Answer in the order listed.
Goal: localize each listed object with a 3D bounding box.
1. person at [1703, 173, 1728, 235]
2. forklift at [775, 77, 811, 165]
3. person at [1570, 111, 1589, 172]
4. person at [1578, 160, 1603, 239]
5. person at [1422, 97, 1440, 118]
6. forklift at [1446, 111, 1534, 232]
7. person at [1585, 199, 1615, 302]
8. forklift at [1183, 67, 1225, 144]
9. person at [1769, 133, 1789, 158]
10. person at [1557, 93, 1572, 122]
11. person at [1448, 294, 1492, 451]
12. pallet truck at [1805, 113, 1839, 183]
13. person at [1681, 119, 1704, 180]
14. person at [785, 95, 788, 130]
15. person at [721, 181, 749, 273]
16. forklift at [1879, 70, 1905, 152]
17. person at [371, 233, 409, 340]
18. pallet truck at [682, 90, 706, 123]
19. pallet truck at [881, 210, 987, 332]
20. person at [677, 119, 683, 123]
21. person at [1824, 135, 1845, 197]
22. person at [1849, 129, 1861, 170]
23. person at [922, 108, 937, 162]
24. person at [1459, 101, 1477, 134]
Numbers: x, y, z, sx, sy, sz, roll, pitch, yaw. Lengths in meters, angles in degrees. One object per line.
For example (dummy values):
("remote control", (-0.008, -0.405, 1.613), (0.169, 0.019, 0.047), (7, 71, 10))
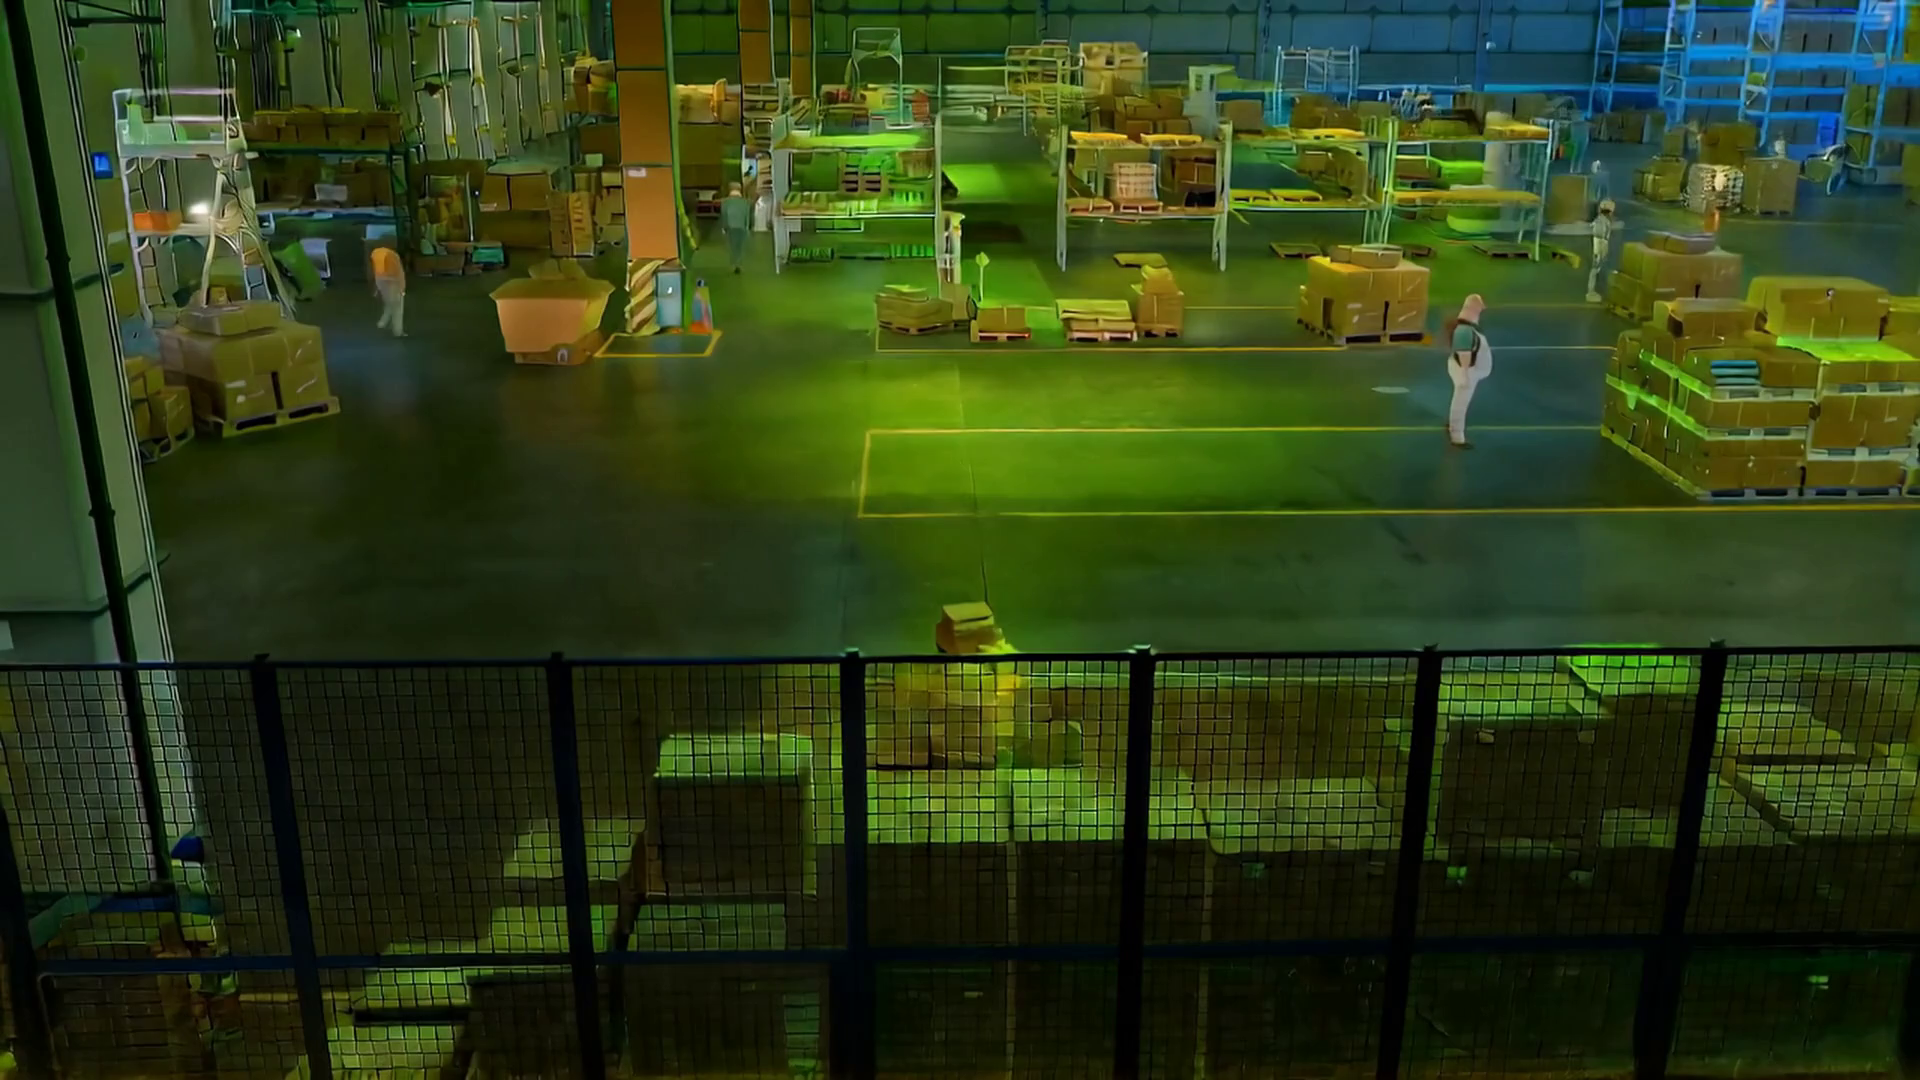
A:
("person", (16.215, -6.913, 35.811), (0.371, 1.958, 0.598), (3, 19, 9))
("forklift", (-5.920, -13.893, 55.085), (1.873, 2.768, 1.129), (-1, 19, -1))
("person", (19.535, -12.528, 52.487), (0.372, 1.940, 0.627), (-13, 23, -34))
("person", (14.985, -8.054, 39.364), (0.499, 1.867, 0.585), (0, 19, 0))
("person", (16.814, -14.799, 59.261), (0.651, 1.904, 0.864), (-4, 19, -12))
("forklift", (13.030, -8.996, 40.557), (1.873, 2.768, 1.129), (-1, 19, -2))
("person", (12.220, -5.528, 31.739), (0.369, 1.929, 0.542), (11, 22, 30))
("forklift", (8.780, -15.999, 61.334), (1.873, 2.768, 1.129), (-13, 22, -33))
("person", (24.153, -11.207, 49.094), (0.515, 1.593, 0.860), (5, 19, 14))
("person", (22.365, -15.609, 61.657), (0.567, 1.917, 0.598), (-2, 19, -6))
("person", (6.641, -2.195, 21.676), (0.539, 2.000, 0.688), (5, 19, 13))
("pallet truck", (26.403, -11.957, 50.702), (0.823, 1.965, 1.885), (6, 19, 16))
("person", (22.263, -11.844, 50.571), (0.592, 1.869, 1.006), (-5, 19, -14))
("person", (-6.978, -16.798, 65.634), (0.537, 1.641, 0.950), (-2, 19, -5))
("person", (-4.714, -6.581, 34.942), (0.603, 1.886, 0.966), (-3, 19, -10))
("forklift", (32.946, -15.383, 59.505), (1.873, 2.768, 1.129), (8, 20, 22))
("person", (-9.675, -4.296, 28.244), (0.631, 1.824, 0.465), (12, 22, 32))
("pallet truck", (-9.671, -15.907, 62.421), (0.823, 1.965, 1.885), (5, 19, 15))
("pallet truck", (-0.493, -4.759, 29.349), (1.885, 1.965, 0.823), (-13, 23, -34))
("person", (-8.409, -11.684, 50.019), (0.620, 1.911, 0.421), (17, 25, 40))
("person", (24.851, -10.608, 47.165), (0.318, 1.697, 0.536), (-5, 19, -15))
("person", (29.146, -12.929, 53.829), (0.631, 1.843, 0.429), (-3, 19, -10))
("person", (-0.942, -13.179, 54.460), (0.651, 1.909, 0.649), (-5, 19, -16))
("person", (17.253, -13.830, 56.303), (0.653, 1.961, 0.904), (-6, 20, -18))
